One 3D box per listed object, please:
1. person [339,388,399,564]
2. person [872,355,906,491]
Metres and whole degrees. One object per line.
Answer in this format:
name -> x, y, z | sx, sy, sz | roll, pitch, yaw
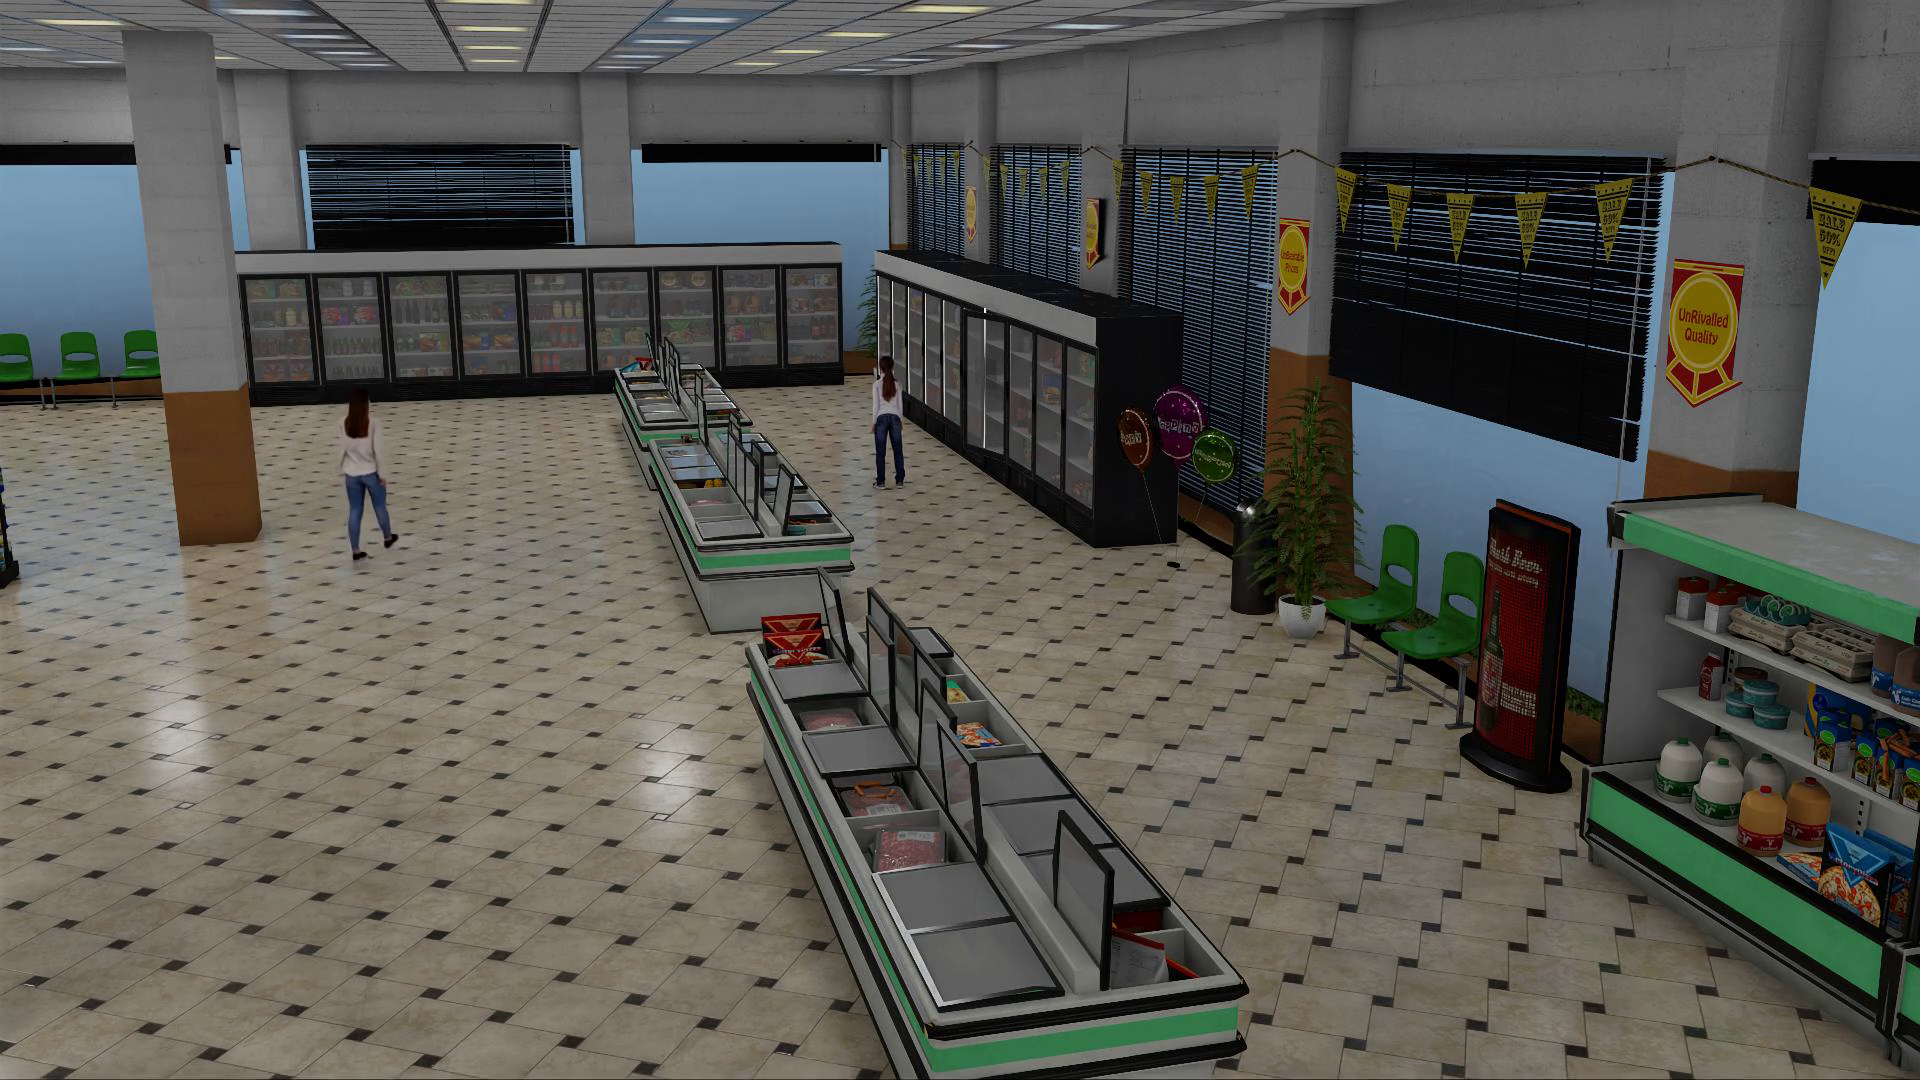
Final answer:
person -> -5.729, -0.580, 15.896 | 0.867, 1.643, 1.179 | 1, 14, 3
person -> -0.845, -1.371, 19.340 | 0.526, 1.557, 0.502 | -3, 14, -14
